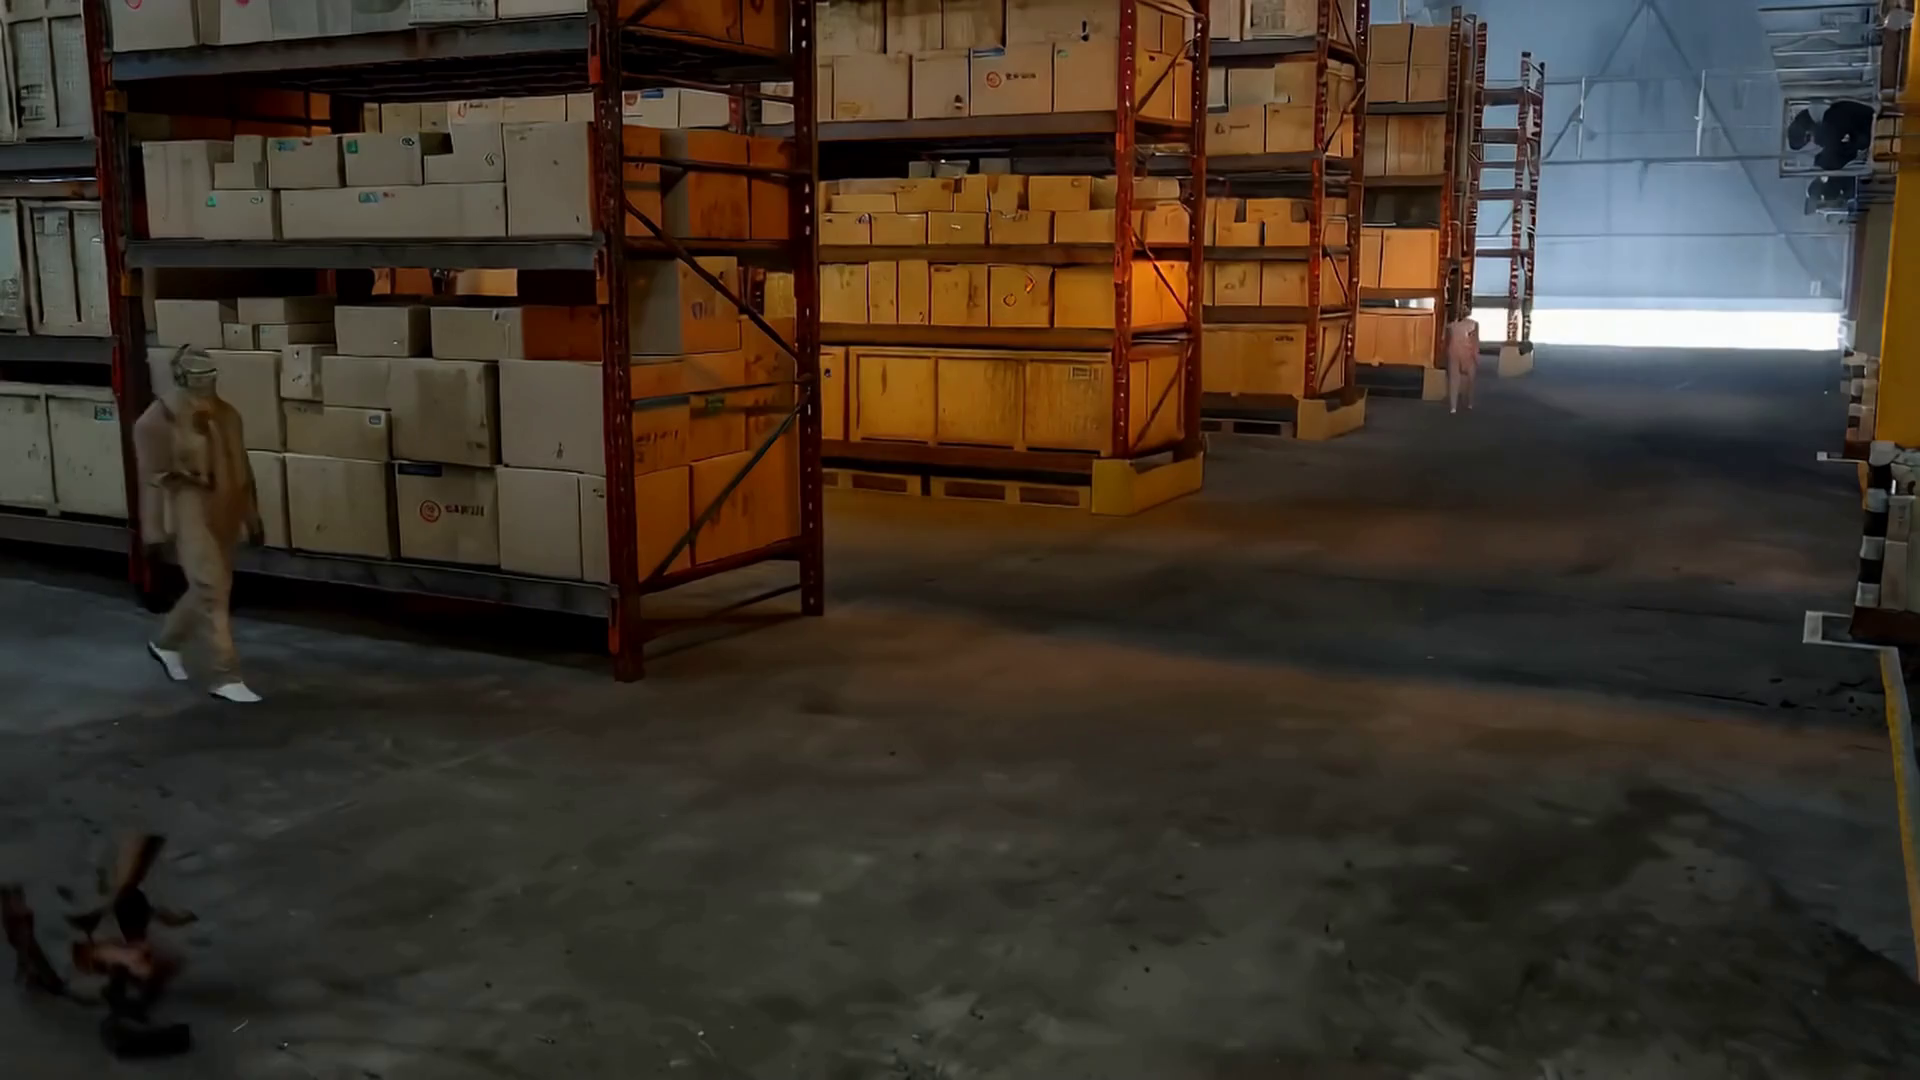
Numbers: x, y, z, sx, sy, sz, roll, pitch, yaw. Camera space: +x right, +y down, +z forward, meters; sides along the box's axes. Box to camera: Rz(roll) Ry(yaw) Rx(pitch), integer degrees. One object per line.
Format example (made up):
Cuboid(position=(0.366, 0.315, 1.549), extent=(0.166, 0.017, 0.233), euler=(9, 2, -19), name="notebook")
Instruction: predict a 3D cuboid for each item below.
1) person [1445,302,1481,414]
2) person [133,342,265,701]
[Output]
Cuboid(position=(7.357, -2.670, 24.321), extent=(0.513, 1.627, 0.594), euler=(5, 11, 26), name="person")
Cuboid(position=(-4.054, -0.103, 8.784), extent=(0.847, 1.886, 0.647), euler=(3, 10, 17), name="person")
